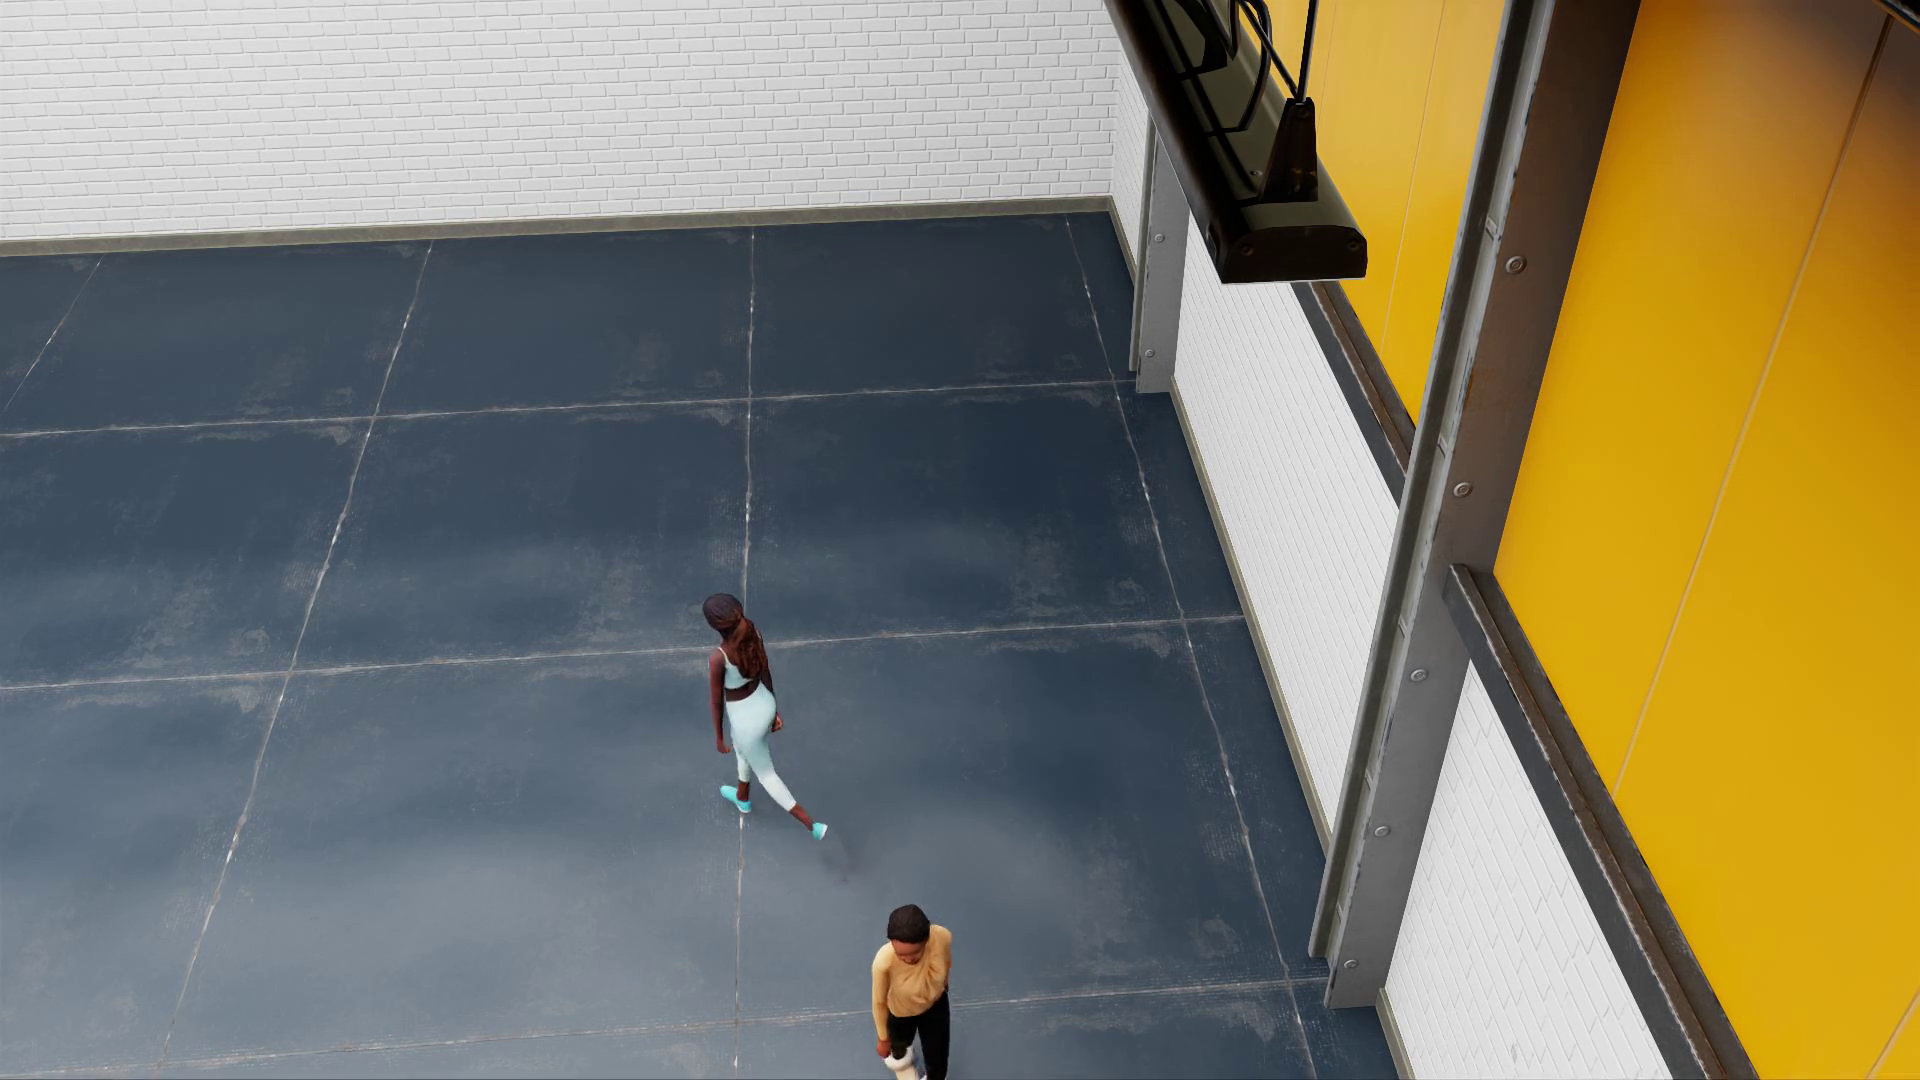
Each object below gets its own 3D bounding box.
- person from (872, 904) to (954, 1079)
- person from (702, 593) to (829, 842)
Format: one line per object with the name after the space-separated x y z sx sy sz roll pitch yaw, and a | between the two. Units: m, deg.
-0.235 2.198 8.062 0.719 1.623 0.871 -18 42 -21 | person
-1.107 1.066 9.437 1.095 1.676 1.080 25 45 28 | person
